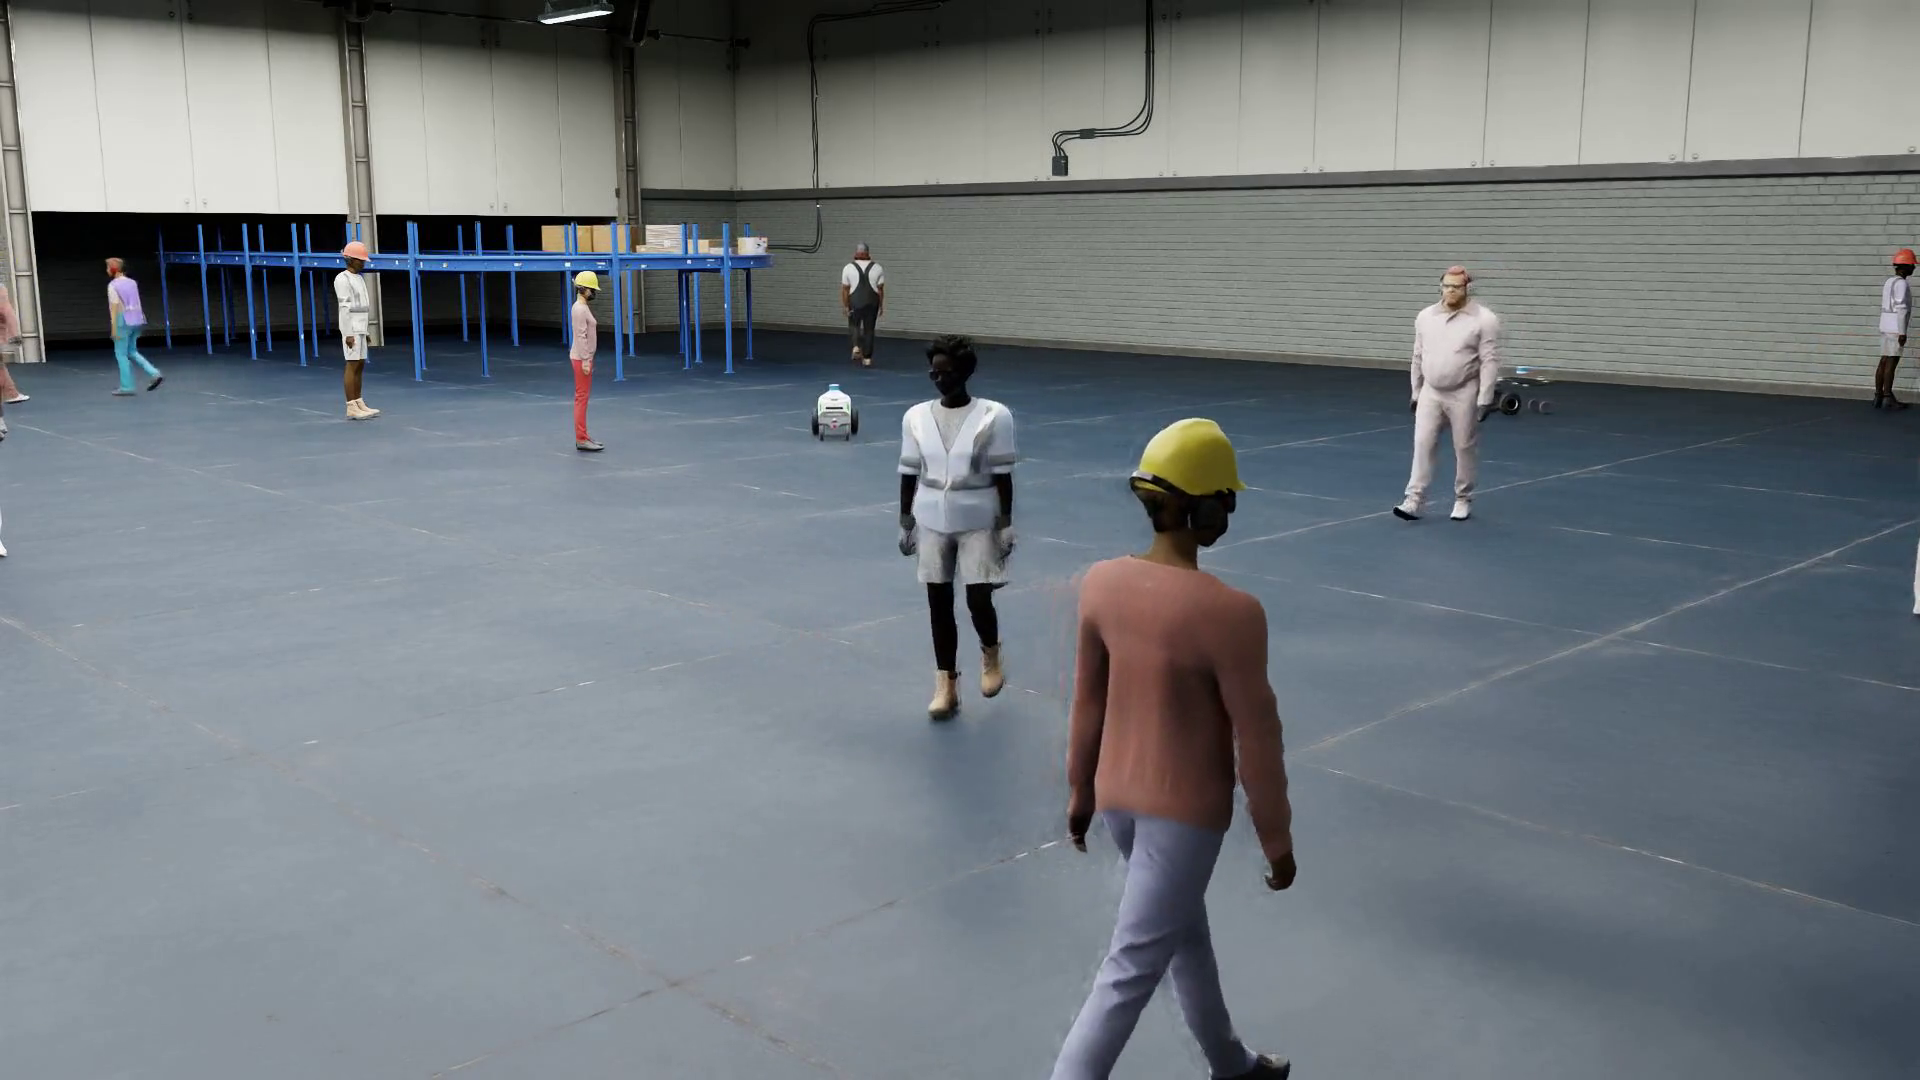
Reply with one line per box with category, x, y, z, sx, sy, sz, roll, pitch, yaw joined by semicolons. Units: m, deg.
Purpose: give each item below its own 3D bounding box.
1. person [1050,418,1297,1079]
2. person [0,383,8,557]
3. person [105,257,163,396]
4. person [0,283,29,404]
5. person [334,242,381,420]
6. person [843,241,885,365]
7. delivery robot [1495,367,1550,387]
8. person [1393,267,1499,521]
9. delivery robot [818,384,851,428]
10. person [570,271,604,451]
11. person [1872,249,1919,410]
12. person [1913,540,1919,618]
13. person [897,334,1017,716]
person;0.470;0.589;3.725;0.934;1.721;0.535;-7;13;-35
person;-6.540;-0.806;10.889;0.513;1.872;0.328;-5;12;-26
person;-11.007;-2.832;22.067;0.529;1.824;0.605;1;10;3
person;-12.049;-2.591;20.652;0.650;1.860;1.006;4;11;19
person;-6.986;-2.429;19.292;0.386;2.034;0.604;0;10;-1
person;-1.581;-3.873;27.262;0.689;2.000;0.539;-1;10;-8
delivery robot;6.730;-1.968;19.963;0.699;0.223;0.335;-2;11;-11
person;3.564;-1.053;12.229;0.675;1.871;0.868;8;13;36
delivery robot;-1.327;-1.402;17.585;0.477;0.478;0.707;-1;10;-4
person;-3.701;-1.775;16.479;0.323;1.761;0.523;-2;11;-11
person;11.478;-2.581;20.381;0.365;1.939;0.542;2;11;11
person;5.613;-0.362;9.134;0.700;1.609;0.546;-2;11;-12
person;-0.017;-0.065;7.332;0.556;1.684;0.379;4;11;20
